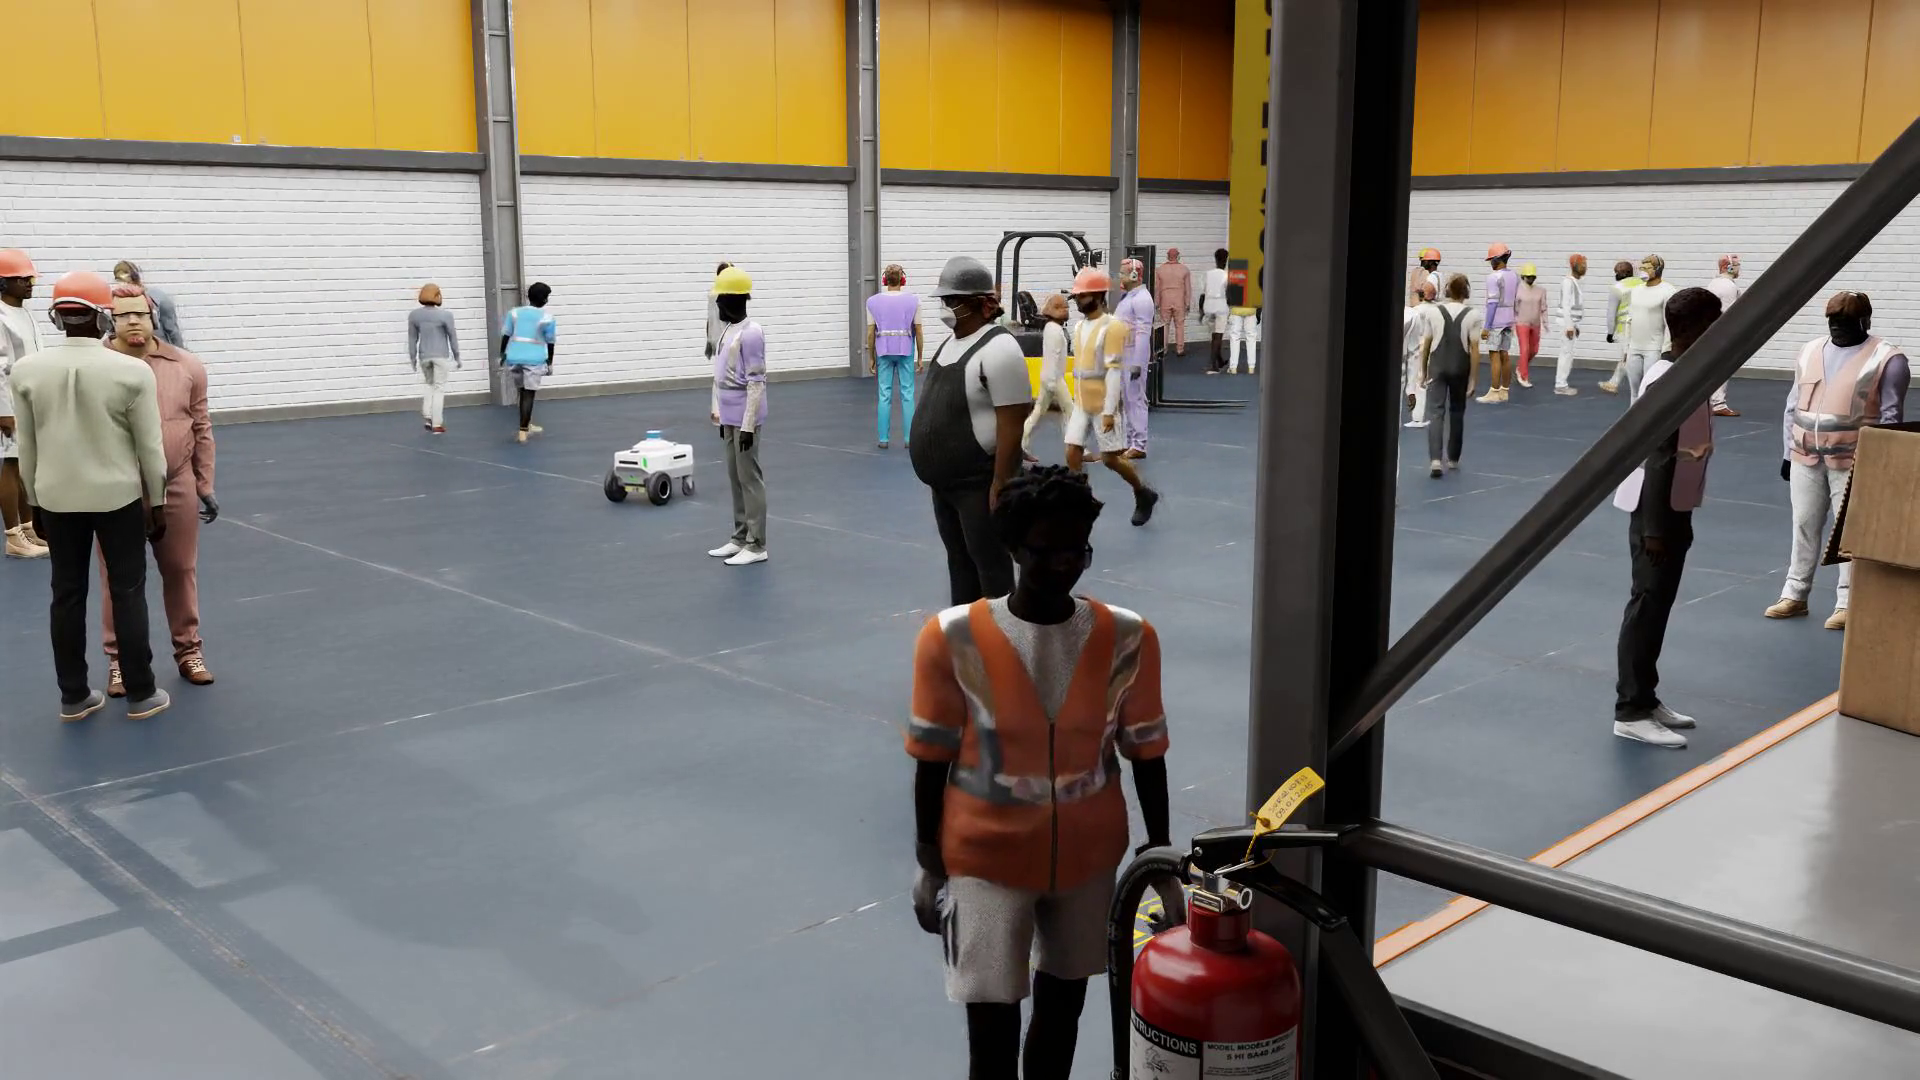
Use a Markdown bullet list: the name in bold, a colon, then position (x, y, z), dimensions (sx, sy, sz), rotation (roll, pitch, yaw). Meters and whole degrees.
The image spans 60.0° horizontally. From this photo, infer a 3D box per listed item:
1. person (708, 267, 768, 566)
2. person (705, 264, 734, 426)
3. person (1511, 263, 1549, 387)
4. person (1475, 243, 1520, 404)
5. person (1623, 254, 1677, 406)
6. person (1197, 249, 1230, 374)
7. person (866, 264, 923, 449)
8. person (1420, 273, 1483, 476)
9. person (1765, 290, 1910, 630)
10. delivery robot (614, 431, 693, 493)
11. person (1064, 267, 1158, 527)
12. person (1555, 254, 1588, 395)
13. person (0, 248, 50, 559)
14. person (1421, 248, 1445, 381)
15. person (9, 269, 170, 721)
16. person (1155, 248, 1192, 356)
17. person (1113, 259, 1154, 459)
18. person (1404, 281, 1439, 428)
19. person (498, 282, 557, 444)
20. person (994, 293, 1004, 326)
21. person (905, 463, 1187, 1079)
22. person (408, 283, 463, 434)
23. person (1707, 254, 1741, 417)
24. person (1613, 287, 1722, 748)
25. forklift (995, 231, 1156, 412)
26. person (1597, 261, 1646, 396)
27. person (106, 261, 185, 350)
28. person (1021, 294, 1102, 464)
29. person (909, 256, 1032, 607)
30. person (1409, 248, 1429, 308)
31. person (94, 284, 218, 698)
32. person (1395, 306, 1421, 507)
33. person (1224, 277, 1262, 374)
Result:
- **person**: position (-1.441, -0.803, 10.829), dimensions (0.360, 1.929, 0.587), rotation (-5, 11, -24)
- **person**: position (-2.733, -2.232, 18.965), dimensions (0.544, 1.819, 0.742), rotation (-7, 12, -33)
- **person**: position (8.063, -3.063, 23.649), dimensions (0.543, 1.750, 0.702), rotation (-2, 11, -12)
- **person**: position (6.824, -2.748, 21.148), dimensions (0.605, 2.034, 0.387), rotation (-9, 14, -42)
- **person**: position (6.985, -1.920, 16.890), dimensions (0.370, 1.940, 0.627), rotation (-4, 11, -21)
- **person**: position (4.062, -3.553, 25.855), dimensions (0.613, 1.915, 0.919), rotation (8, 13, 37)
- **person**: position (-0.648, -1.825, 16.619), dimensions (0.566, 1.850, 0.389), rotation (0, 10, 1)
- **person**: position (4.373, -1.475, 14.860), dimensions (0.527, 1.809, 0.948), rotation (4, 11, 18)
- **person**: position (4.774, -0.435, 9.081), dimensions (0.429, 1.836, 0.622), rotation (-7, 13, -34)
- **delivery robot**: position (-2.467, -0.637, 13.418), dimensions (0.477, 0.478, 0.707), rotation (5, 11, 24)
- **person**: position (1.035, -0.992, 11.909), dimensions (0.849, 1.913, 0.544), rotation (-7, 13, -35)
- **person**: position (8.221, -2.888, 22.367), dimensions (0.407, 1.872, 0.572), rotation (7, 12, 32)
- **person**: position (-6.223, -0.901, 11.049), dimensions (0.382, 2.045, 0.605), rotation (-1, 10, -6)
- **person**: position (6.911, -3.306, 24.451), dimensions (0.362, 1.939, 0.542), rotation (5, 12, 26)
- **person**: position (-3.800, -0.186, 7.329), dimensions (0.608, 1.987, 0.405), rotation (-2, 11, -10)
- **person**: position (3.744, -4.187, 29.380), dimensions (0.701, 1.915, 0.406), rotation (2, 11, 10)
- **person**: position (1.627, -1.732, 15.953), dimensions (0.407, 1.910, 0.639), rotation (-1, 10, -7)
- **person**: position (5.173, -2.055, 18.480), dimensions (0.516, 1.629, 0.320), rotation (-7, 12, -32)
- **person**: position (-4.449, -1.842, 17.256), dimensions (0.587, 1.647, 0.679), rotation (2, 11, 12)
- **person**: position (0.361, -2.137, 18.943), dimensions (0.459, 1.610, 0.522), rotation (9, 14, 40)
- **person**: position (0.193, 0.683, 3.389), dimensions (0.571, 1.684, 0.558), rotation (-2, 11, -13)
- **person**: position (-5.662, -1.956, 17.972), dimensions (0.506, 1.620, 0.437), rotation (2, 11, 9)
- **person**: position (9.069, -2.422, 19.720), dimensions (0.410, 1.909, 0.643), rotation (0, 10, 3)
- **person**: position (2.989, -0.106, 7.059), dimensions (0.391, 1.918, 0.590), rotation (6, 12, 32)
- **forklift**: position (1.222, -2.721, 20.561), dimensions (2.313, 2.155, 1.214), rotation (2, 11, 13)
- **person**: position (8.878, -2.810, 22.177), dimensions (0.637, 1.781, 0.918), rotation (-5, 12, -26)
- **person**: position (-7.710, -1.686, 15.737), dimensions (0.649, 1.885, 0.910), rotation (1, 10, 7)
- **person**: position (0.883, -1.496, 15.529), dimensions (0.850, 1.587, 0.514), rotation (-1, 10, -6)
- **person**: position (0.018, -0.345, 8.028), dimensions (0.535, 2.000, 0.685), rotation (-5, 12, -26)
- **person**: position (7.679, -3.880, 27.620), dimensions (0.385, 1.922, 0.594), rotation (-2, 11, -10)
- **person**: position (-3.811, -0.234, 7.789), dimensions (0.638, 1.909, 0.408), rotation (-7, 13, -34)
- **person**: position (3.311, -1.198, 13.108), dimensions (0.573, 1.883, 0.355), rotation (3, 11, 17)
- **person**: position (4.362, -3.490, 25.728), dimensions (0.625, 1.840, 0.430), rotation (-1, 10, -3)
